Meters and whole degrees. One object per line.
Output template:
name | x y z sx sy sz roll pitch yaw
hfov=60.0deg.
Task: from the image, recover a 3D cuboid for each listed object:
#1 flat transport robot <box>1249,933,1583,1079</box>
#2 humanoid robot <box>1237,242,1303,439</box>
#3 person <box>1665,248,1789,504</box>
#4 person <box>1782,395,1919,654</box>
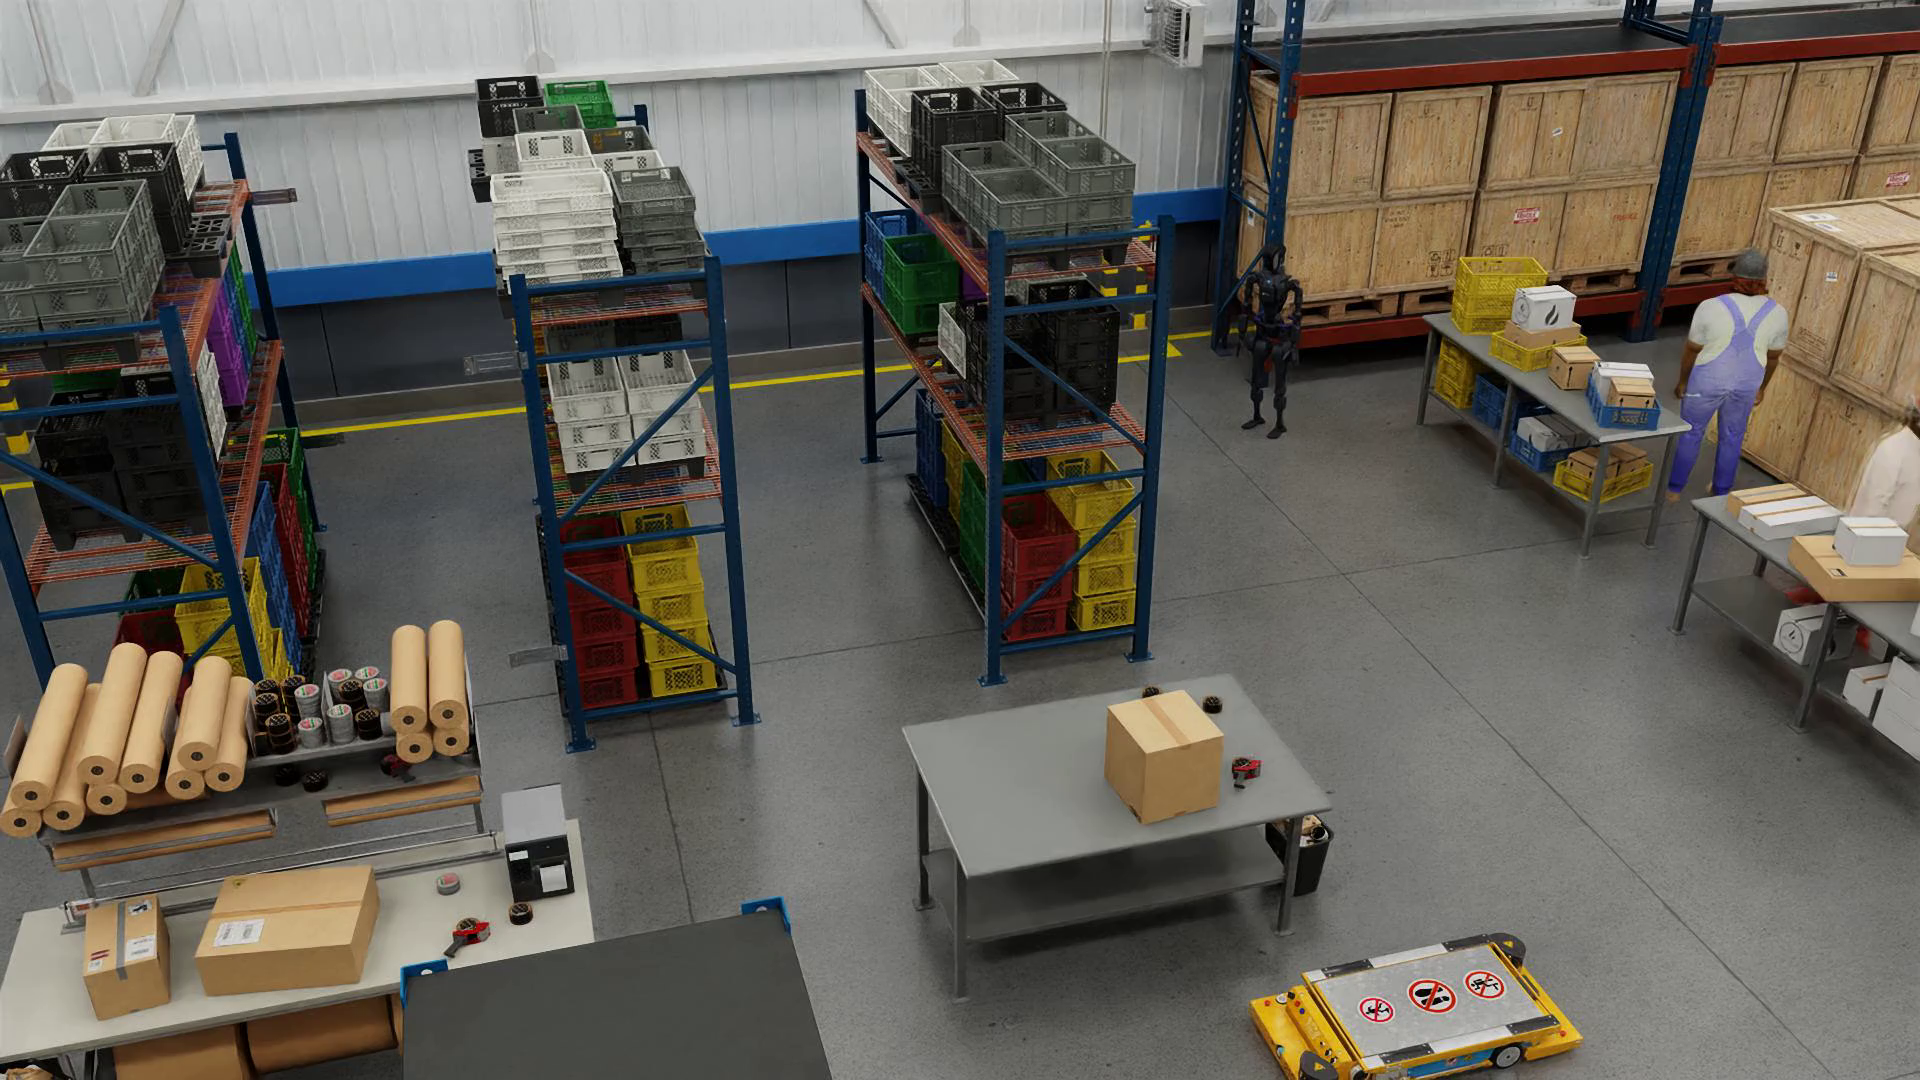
flat transport robot | 2.184 2.282 7.980 1.431 0.197 0.652 -8 30 -14
humanoid robot | 2.561 -1.650 13.702 0.592 1.648 0.333 22 35 34
person | 5.768 -1.234 12.569 0.680 2.000 0.536 4 29 7
person | 5.758 -0.088 10.577 0.668 1.950 0.707 -22 36 -34
